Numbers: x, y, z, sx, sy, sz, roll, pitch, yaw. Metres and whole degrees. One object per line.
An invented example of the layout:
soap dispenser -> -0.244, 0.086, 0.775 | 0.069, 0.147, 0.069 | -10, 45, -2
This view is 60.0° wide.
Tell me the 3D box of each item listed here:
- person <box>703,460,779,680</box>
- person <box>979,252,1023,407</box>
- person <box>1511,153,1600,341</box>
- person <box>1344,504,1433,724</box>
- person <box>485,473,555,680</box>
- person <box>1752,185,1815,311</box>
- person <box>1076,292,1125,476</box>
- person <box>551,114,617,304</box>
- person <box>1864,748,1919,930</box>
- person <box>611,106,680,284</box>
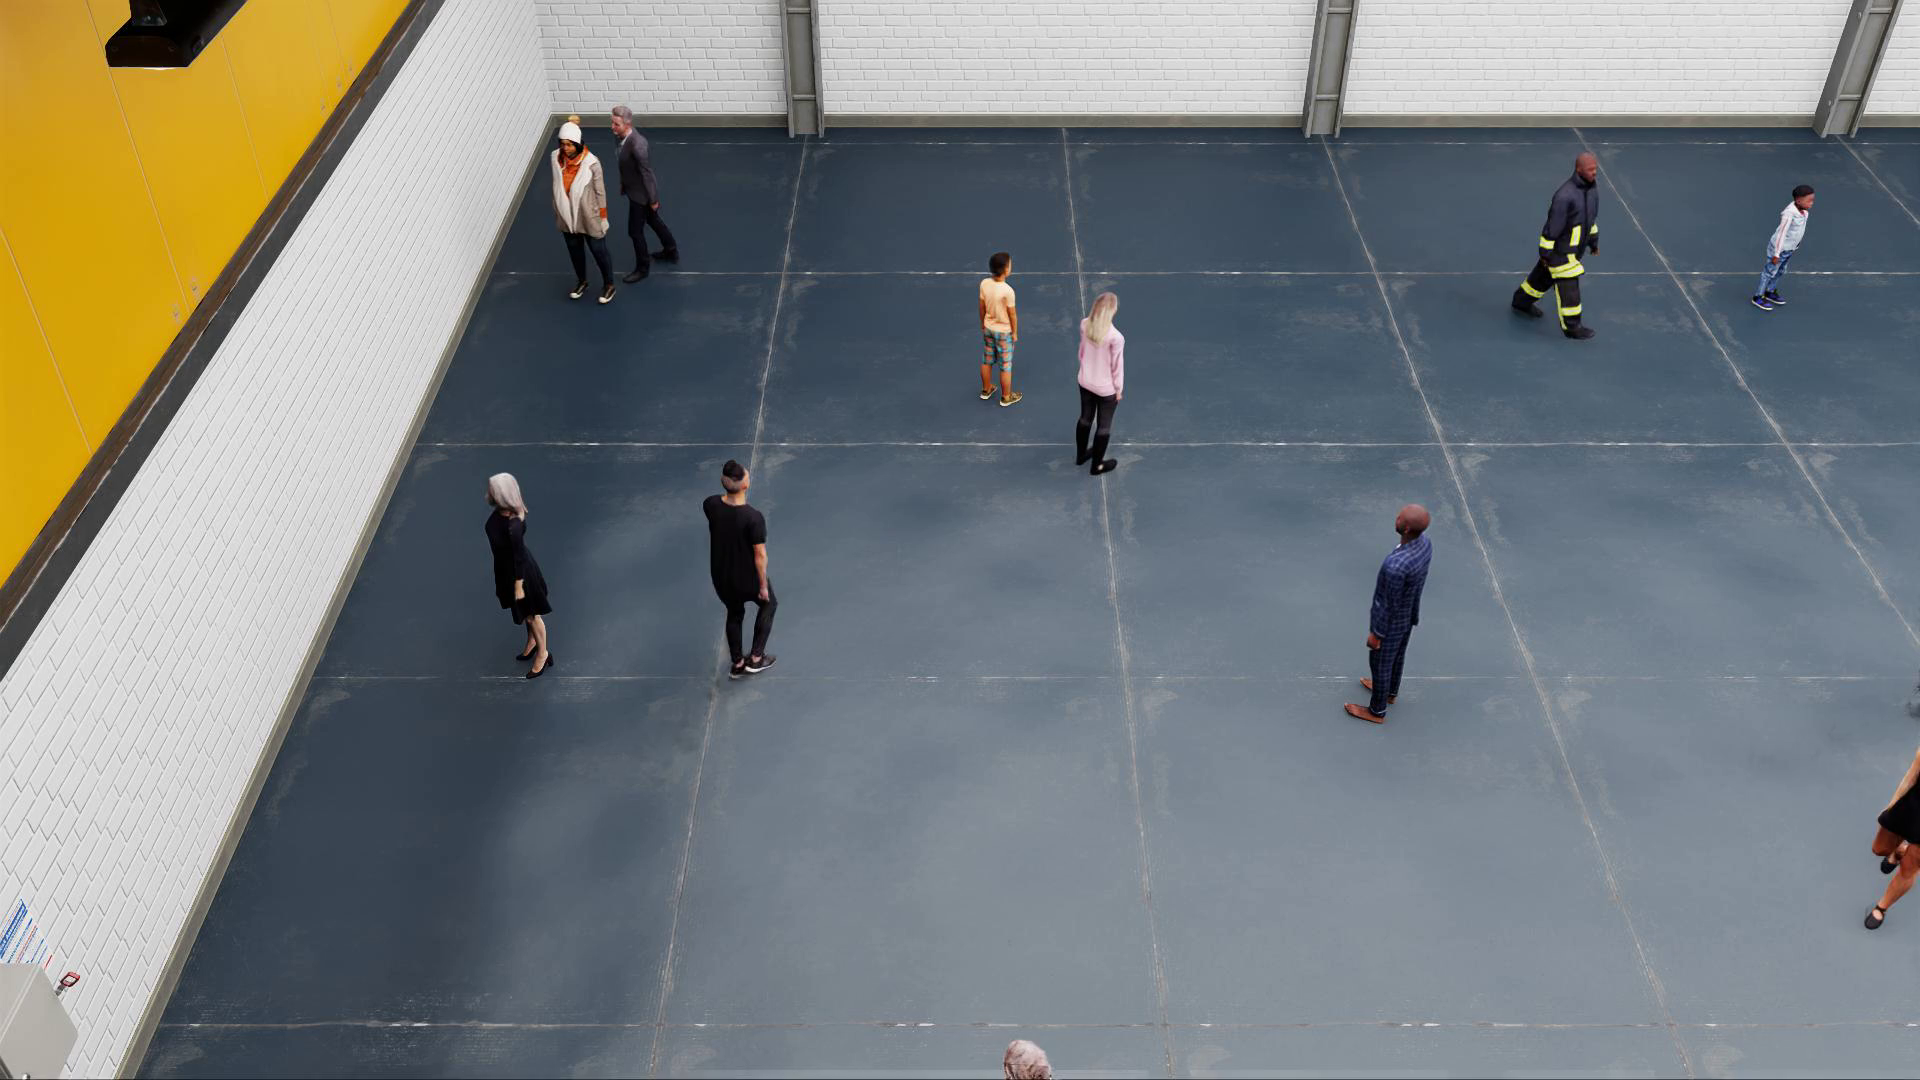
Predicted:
person -> -1.606, 0.258, 11.661 | 0.739, 1.851, 0.860 | 19, 42, 22
person -> 0.336, -1.856, 14.620 | 0.576, 1.461, 0.662 | 23, 44, 26
person -> 5.584, -2.811, 15.559 | 1.222, 1.782, 1.274 | -31, 48, -33
person -> 2.980, 0.492, 11.393 | 0.782, 1.819, 0.761 | 23, 44, 26
person -> -3.134, 0.241, 11.765 | 0.708, 1.747, 0.689 | -18, 42, -21
person -> 7.940, -2.849, 16.024 | 0.556, 1.261, 0.626 | -24, 44, -27
person -> 1.137, -1.291, 13.732 | 0.742, 1.687, 0.687 | -30, 48, -32
person -> -3.613, -3.182, 15.934 | 0.707, 1.892, 0.827 | 11, 40, 13
person -> 5.861, 1.652, 10.064 | 0.919, 1.663, 0.848 | -30, 47, -32
person -> -3.106, -3.443, 16.338 | 1.059, 1.796, 0.958 | -15, 41, -18
